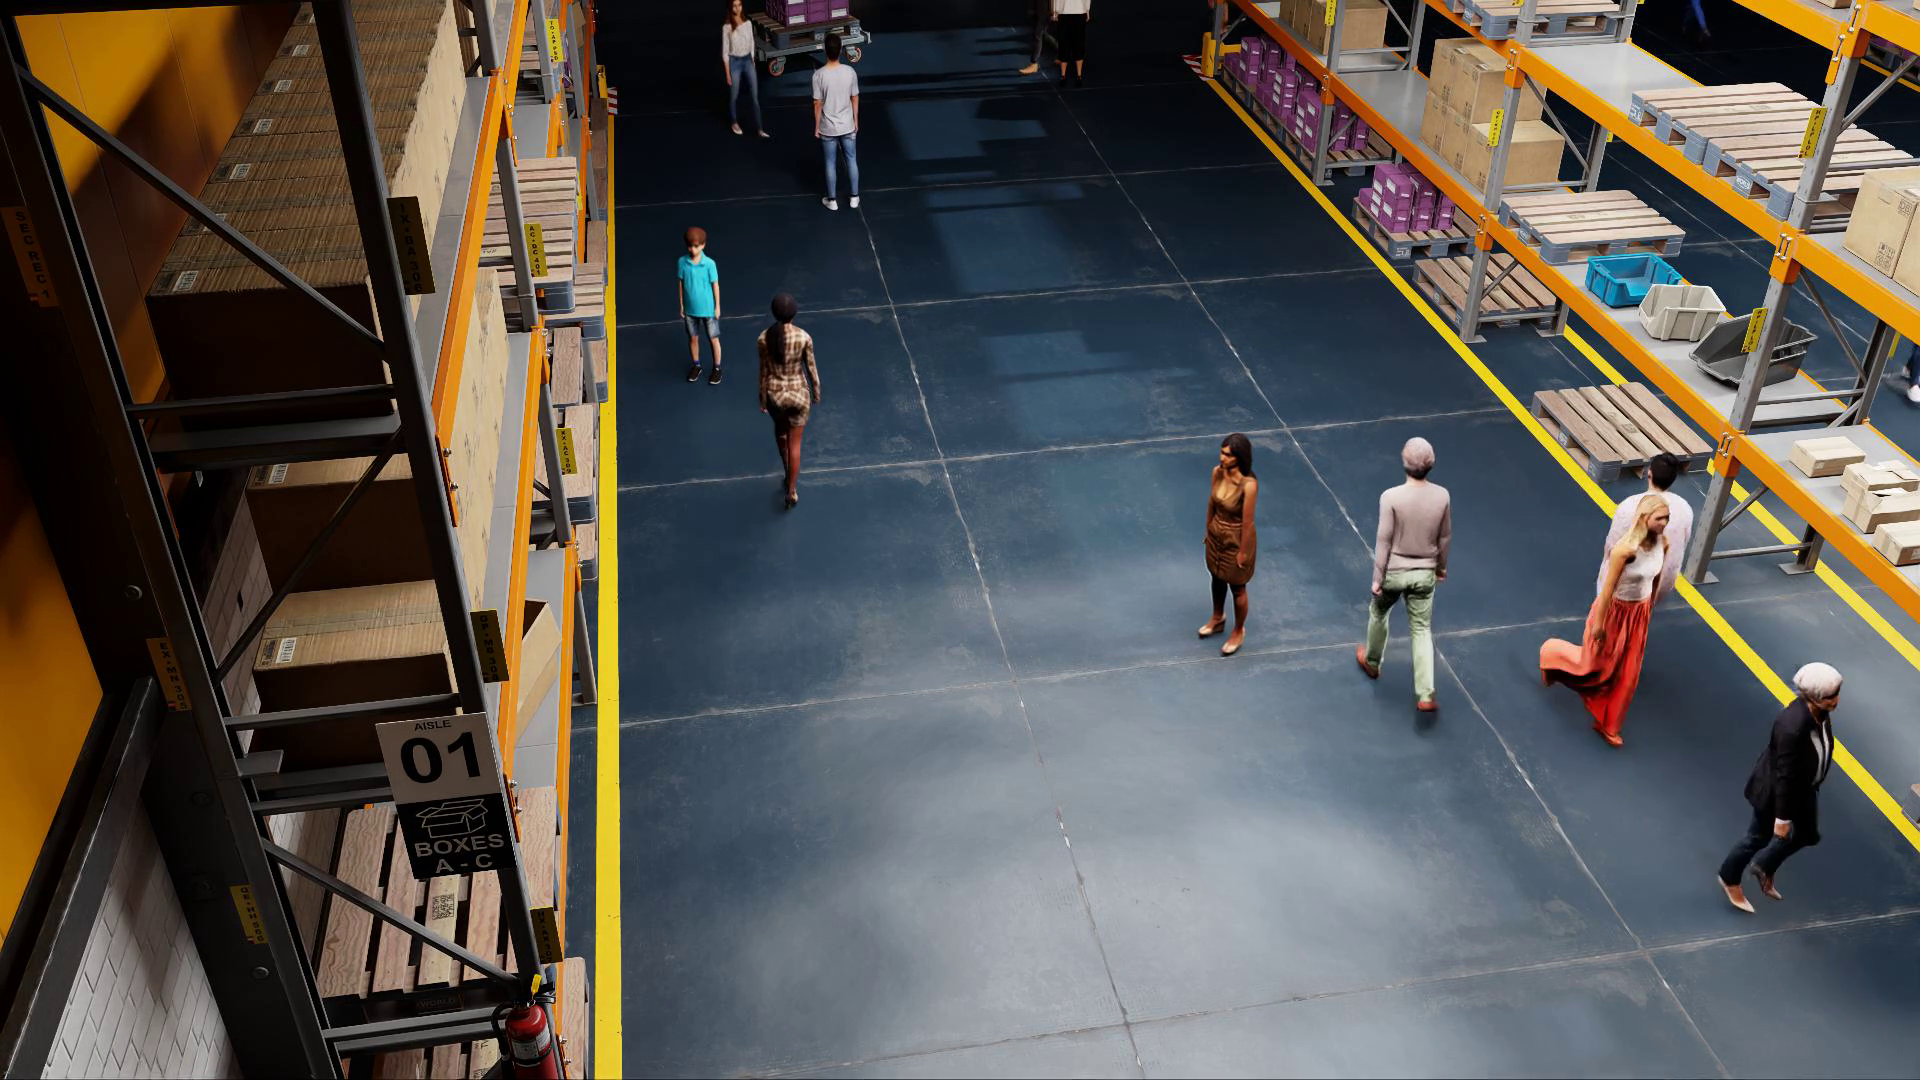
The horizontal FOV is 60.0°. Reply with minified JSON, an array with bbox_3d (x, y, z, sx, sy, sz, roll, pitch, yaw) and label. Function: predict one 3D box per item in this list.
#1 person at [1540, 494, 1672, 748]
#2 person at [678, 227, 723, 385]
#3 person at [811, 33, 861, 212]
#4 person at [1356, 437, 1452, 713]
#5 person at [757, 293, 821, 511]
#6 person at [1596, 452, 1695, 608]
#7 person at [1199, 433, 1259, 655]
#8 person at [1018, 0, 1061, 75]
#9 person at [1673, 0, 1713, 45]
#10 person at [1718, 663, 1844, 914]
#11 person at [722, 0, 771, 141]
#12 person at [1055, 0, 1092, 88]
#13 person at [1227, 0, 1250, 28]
[{"bbox_3d":[4.128,0.440,10.571,0.776,1.789,1.039,-14,36,-20],"label":"person"},{"bbox_3d":[-2.296,-2.091,14.685,0.592,1.452,0.604,7,34,10],"label":"person"},{"bbox_3d":[-1.325,-4.490,17.898,0.692,1.890,0.599,-9,35,-14],"label":"person"},{"bbox_3d":[2.913,0.286,10.766,0.738,1.831,1.101,-2,34,-2],"label":"person"},{"bbox_3d":[-1.335,-1.018,12.780,0.710,1.772,0.835,2,34,3],"label":"person"},{"bbox_3d":[4.473,0.259,10.912,0.703,1.713,0.865,-3,34,-5],"label":"person"},{"bbox_3d":[1.849,0.014,11.307,0.698,1.684,0.587,-22,39,-29],"label":"person"},{"bbox_3d":[1.146,-7.010,21.868,0.832,1.692,1.011,-14,36,-20],"label":"person"},{"bbox_3d":[10.236,-7.654,22.877,0.722,1.648,1.145,-11,35,-16],"label":"person"},{"bbox_3d":[4.530,1.339,9.226,0.842,1.770,0.770,-21,39,-28],"label":"person"},{"bbox_3d":[-2.659,-5.638,19.802,0.827,1.694,1.133,-17,37,-24],"label":"person"},{"bbox_3d":[1.438,-6.711,21.268,0.641,1.859,0.570,0,34,0],"label":"person"},{"bbox_3d":[3.840,-8.115,23.421,1.113,1.812,1.144,24,40,31],"label":"person"}]
